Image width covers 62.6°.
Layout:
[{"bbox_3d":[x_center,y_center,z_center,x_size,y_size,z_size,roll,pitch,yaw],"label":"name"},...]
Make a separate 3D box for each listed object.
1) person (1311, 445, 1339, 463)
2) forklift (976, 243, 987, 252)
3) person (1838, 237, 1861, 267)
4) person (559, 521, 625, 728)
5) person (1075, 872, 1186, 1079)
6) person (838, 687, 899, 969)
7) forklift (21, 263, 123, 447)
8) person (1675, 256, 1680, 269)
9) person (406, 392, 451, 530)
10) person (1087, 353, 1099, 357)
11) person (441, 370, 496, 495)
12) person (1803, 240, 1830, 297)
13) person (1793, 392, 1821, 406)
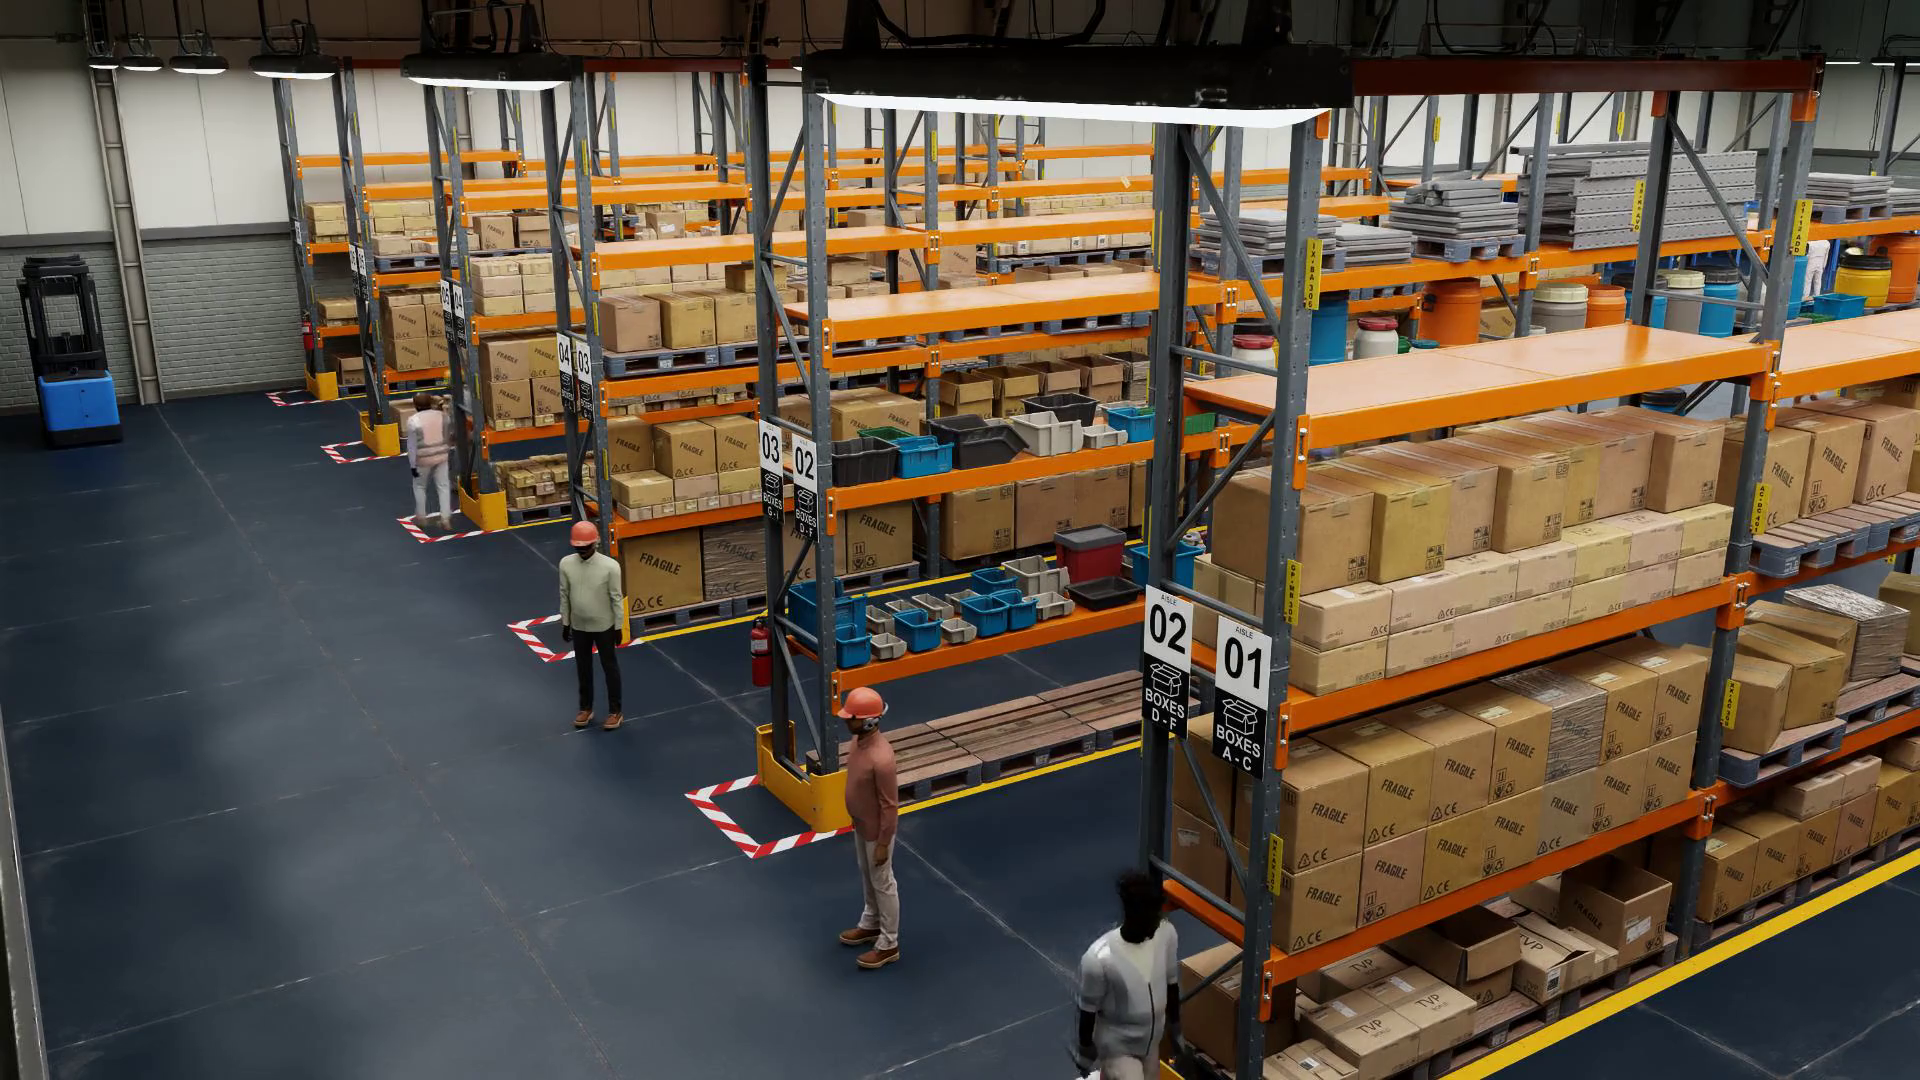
[{"bbox_3d":[4.873,-1.221,21.161,0.642,1.924,0.550,-11,20,-33],"label":"person"},{"bbox_3d":[0.988,-5.474,34.718,1.214,2.155,2.313,-10,20,-31],"label":"forklift"},{"bbox_3d":[21.744,-6.494,38.626,0.629,1.824,0.490,-10,20,-30],"label":"person"},{"bbox_3d":[-3.385,0.772,14.523,0.618,1.986,0.405,4,17,12],"label":"person"},{"bbox_3d":[0.883,2.632,8.524,0.623,1.931,0.868,-12,20,-33],"label":"person"},{"bbox_3d":[-0.614,1.930,10.705,0.394,1.994,0.612,-7,18,-21],"label":"person"},{"bbox_3d":[-14.518,-3.079,25.708,1.129,2.768,1.873,-10,20,-31],"label":"forklift"},{"bbox_3d":[16.167,-5.530,35.569,0.325,1.760,0.523,-3,17,-11],"label":"person"},{"bbox_3d":[-7.023,-1.057,20.806,0.629,1.812,0.760,-14,22,-39],"label":"person"},{"bbox_3d":[1.931,-1.869,23.438,0.521,1.830,0.653,-6,18,-20],"label":"person"},{"bbox_3d":[-6.956,-1.546,22.441,0.709,1.799,0.631,-11,20,-32],"label":"person"},{"bbox_3d":[21.563,-6.926,39.893,0.643,1.910,0.399,-1,17,-4],"label":"person"},{"bbox_3d":[14.181,-2.778,26.295,0.846,1.915,0.552,-15,22,-40],"label":"person"}]
